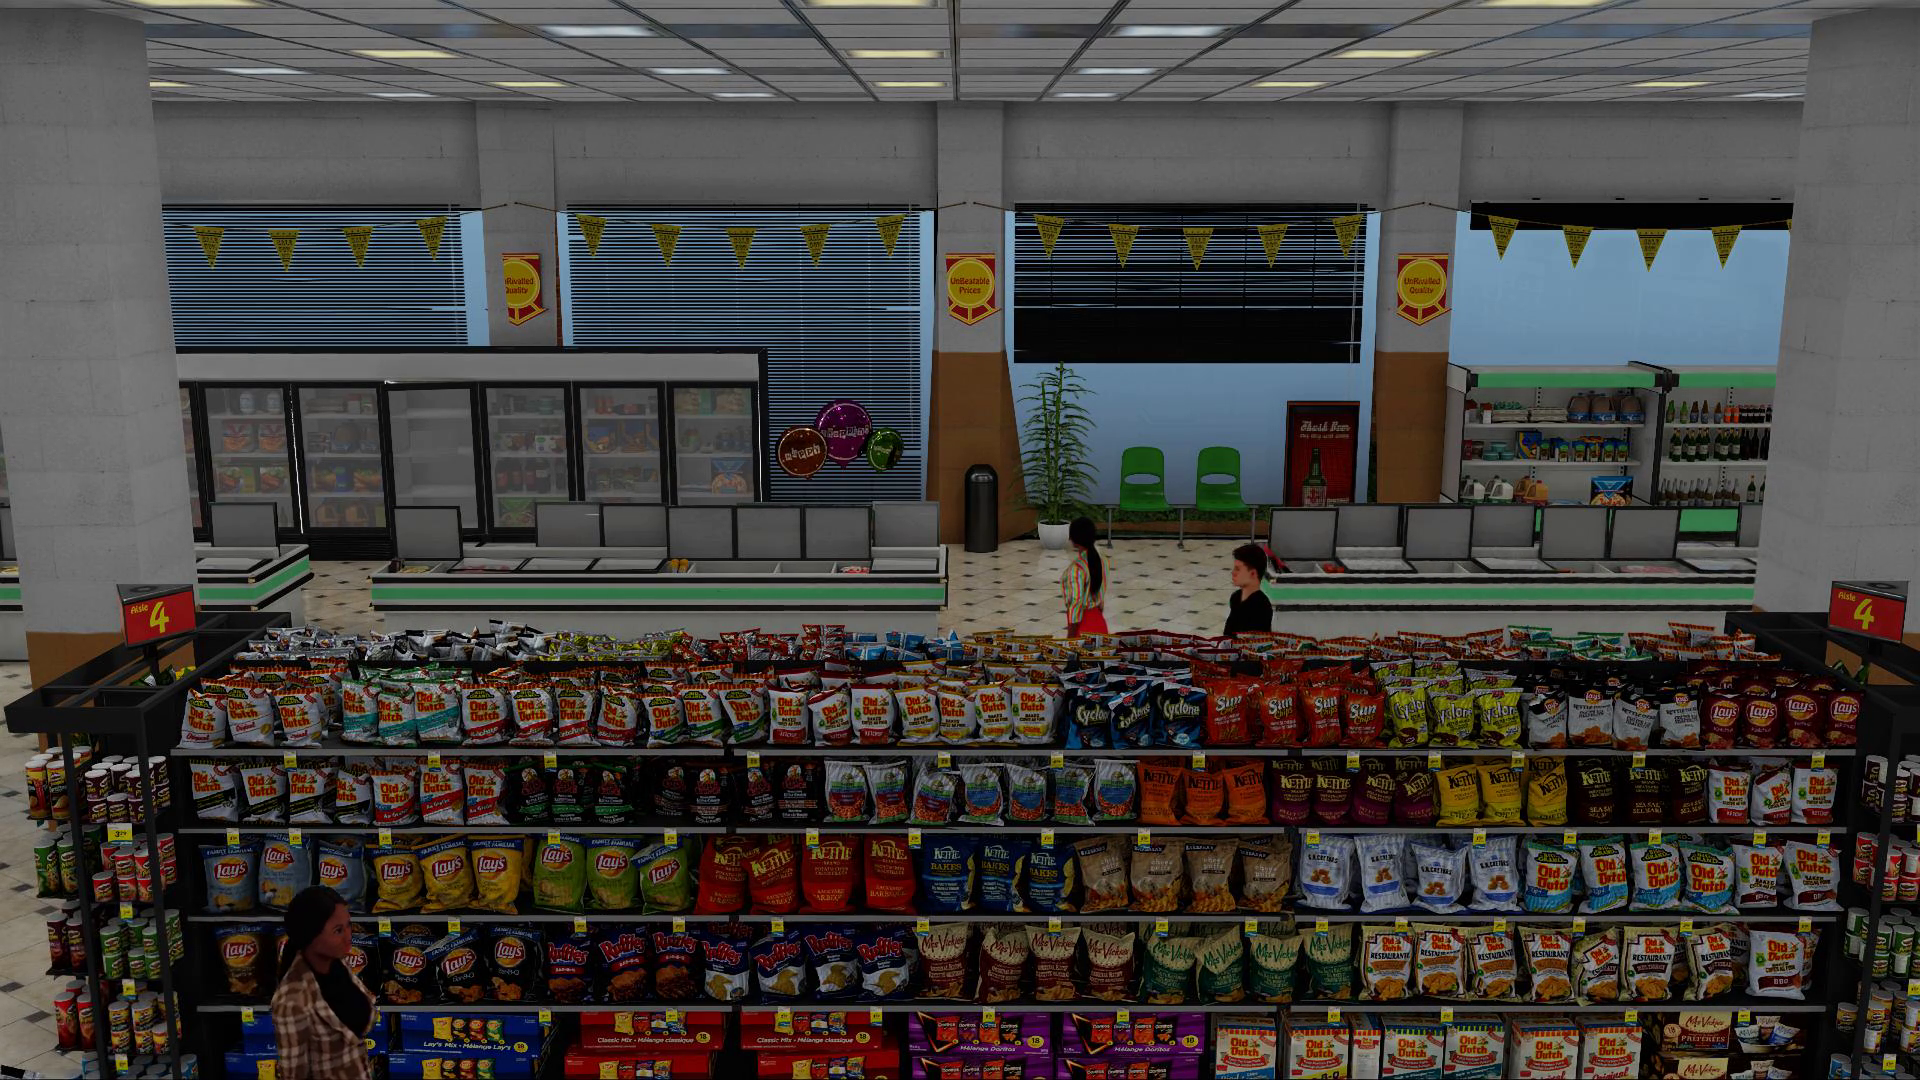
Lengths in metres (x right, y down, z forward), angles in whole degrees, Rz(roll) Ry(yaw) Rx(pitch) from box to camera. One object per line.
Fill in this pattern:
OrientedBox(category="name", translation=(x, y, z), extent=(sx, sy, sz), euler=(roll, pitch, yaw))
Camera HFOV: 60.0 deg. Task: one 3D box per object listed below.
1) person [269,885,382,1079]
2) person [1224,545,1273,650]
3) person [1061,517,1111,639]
OrientedBox(category="person", translation=(-2.210, 2.023, 5.649), extent=(0.760, 1.782, 0.633), euler=(1, 12, 7))
OrientedBox(category="person", translation=(1.898, 0.944, 10.624), extent=(1.074, 1.844, 0.780), euler=(-2, 12, -9))
OrientedBox(category="person", translation=(0.898, 0.715, 11.837), extent=(0.728, 1.792, 0.686), euler=(9, 15, 38))
